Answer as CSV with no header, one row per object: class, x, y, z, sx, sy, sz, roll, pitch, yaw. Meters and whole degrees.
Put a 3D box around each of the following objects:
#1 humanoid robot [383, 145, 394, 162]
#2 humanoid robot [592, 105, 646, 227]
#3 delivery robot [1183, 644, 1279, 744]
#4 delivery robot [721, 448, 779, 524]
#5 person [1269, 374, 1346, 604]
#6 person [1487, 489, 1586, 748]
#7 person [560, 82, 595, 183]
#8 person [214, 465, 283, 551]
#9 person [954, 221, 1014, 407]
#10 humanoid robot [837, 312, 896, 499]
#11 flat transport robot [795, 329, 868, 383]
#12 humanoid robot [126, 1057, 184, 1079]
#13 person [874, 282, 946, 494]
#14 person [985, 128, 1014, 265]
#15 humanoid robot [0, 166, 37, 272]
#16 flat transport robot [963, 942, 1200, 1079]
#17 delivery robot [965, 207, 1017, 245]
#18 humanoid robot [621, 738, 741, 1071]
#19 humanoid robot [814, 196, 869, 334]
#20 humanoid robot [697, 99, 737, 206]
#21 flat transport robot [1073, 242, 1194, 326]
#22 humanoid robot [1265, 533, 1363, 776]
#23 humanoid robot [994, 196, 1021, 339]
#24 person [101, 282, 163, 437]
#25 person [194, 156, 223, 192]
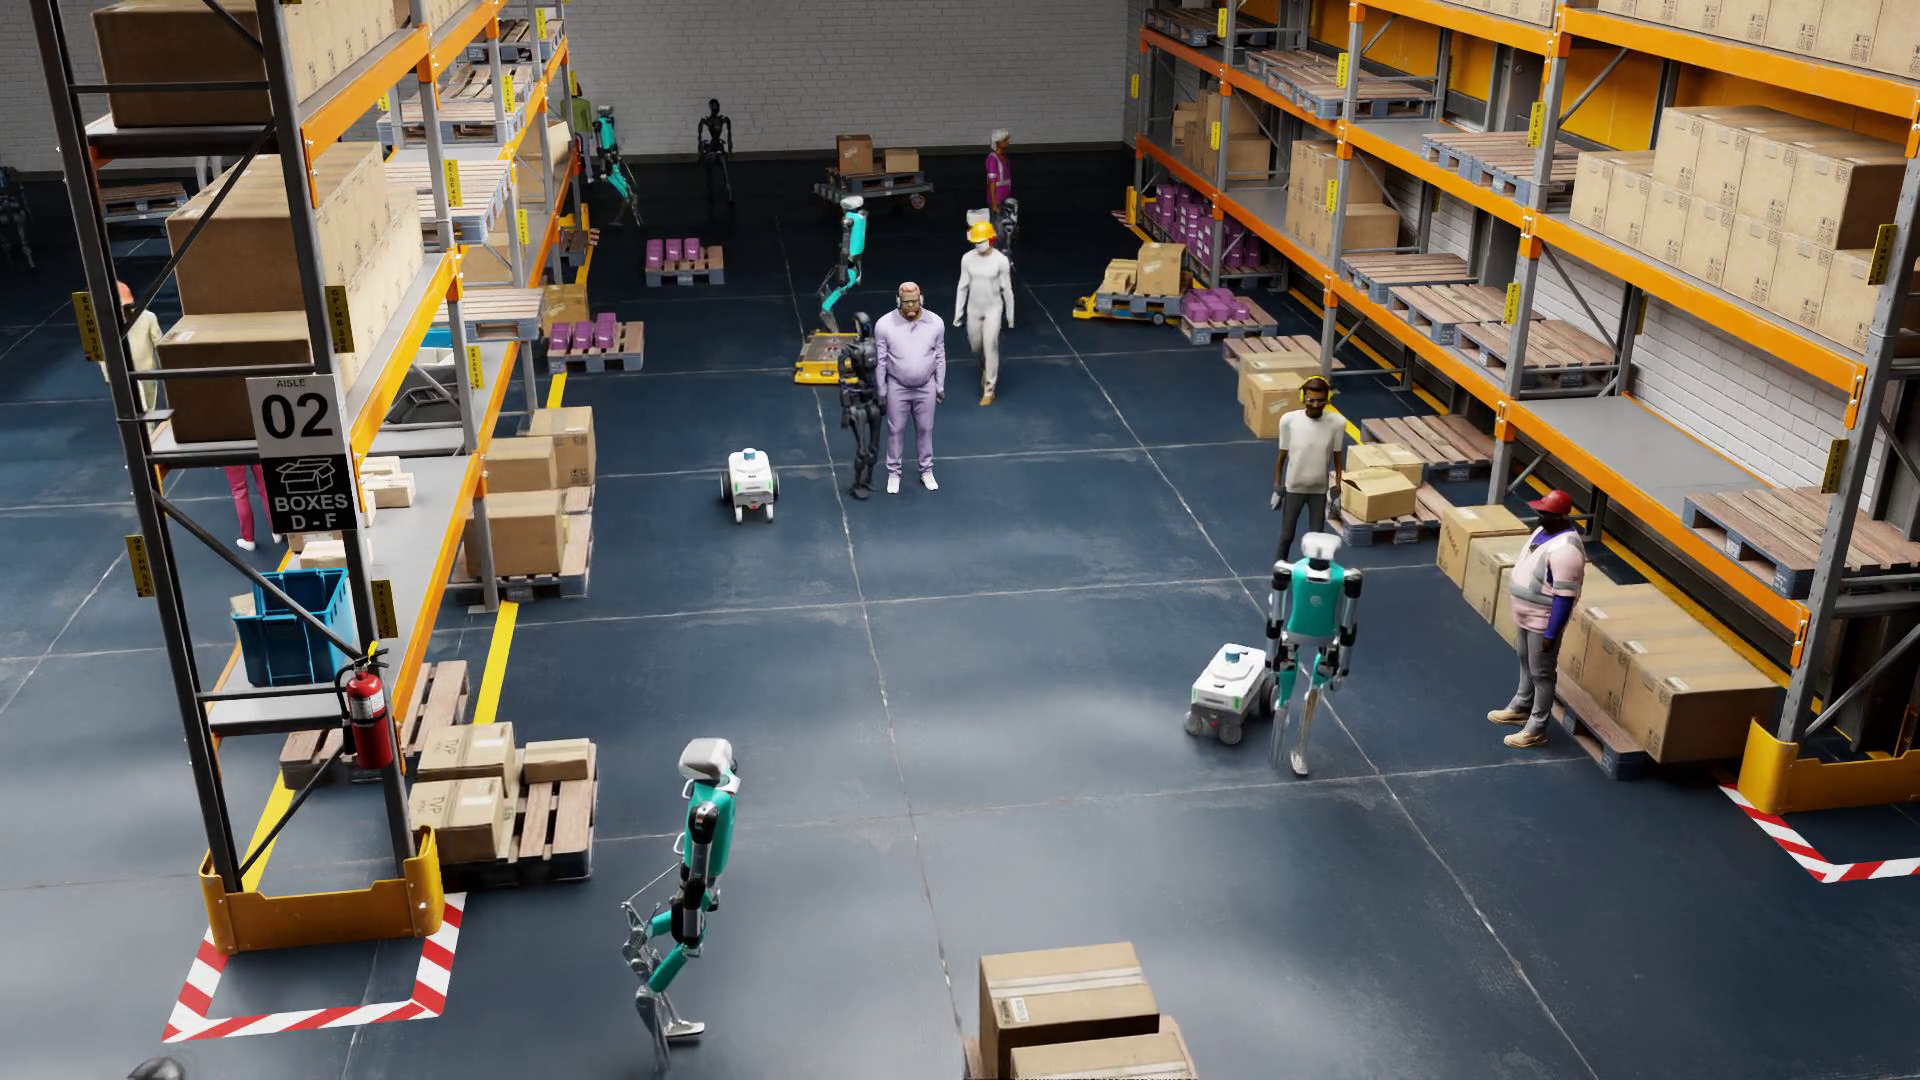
humanoid robot,-7.662,-4.689,22.627,0.613,1.631,0.654,-1,24,-3
humanoid robot,-4.883,-5.344,24.160,0.776,1.875,0.530,6,24,13
delivery robot,1.790,0.983,11.074,0.525,0.587,0.742,11,26,24
delivery robot,-1.821,-0.506,14.476,0.499,0.595,0.792,-4,24,-10
person,2.623,-0.369,12.557,0.524,1.856,0.339,2,24,4
person,3.722,0.494,10.705,0.419,1.754,0.604,0,24,-1
person,-6.233,-6.646,27.131,0.495,1.626,0.284,-1,24,-2
person,-5.863,-0.714,13.603,0.502,1.631,0.280,-17,29,-34
person,0.270,-2.383,17.130,0.575,1.865,0.826,8,25,17
humanoid robot,-0.795,-1.189,14.631,0.584,1.657,0.422,-18,29,-35
flat transport robot,-1.399,-2.013,18.264,0.659,0.231,1.431,1,24,2
humanoid robot,-2.716,2.543,6.209,0.590,1.620,0.787,15,28,31
person,-0.434,-1.343,14.703,0.649,1.907,0.413,-5,24,-11
person,0.524,-4.505,21.978,0.340,1.847,0.506,8,25,18
humanoid robot,-12.528,-4.330,21.857,0.604,1.634,0.772,-21,31,-39
flat transport robot,0.592,2.792,7.317,1.431,0.231,0.659,-3,24,-8
delivery robot,0.427,-4.480,23.540,0.794,0.603,0.499,2,24,4
humanoid robot,-1.397,1.780,7.926,0.777,1.872,0.540,2,24,4
humanoid robot,-1.392,-2.982,18.631,0.742,1.770,0.530,8,25,18
humanoid robot,-3.736,-5.933,25.497,0.612,1.616,0.803,-13,27,-27
flat transport robot,2.127,-2.807,20.074,1.431,0.231,0.659,6,24,13
humanoid robot,2.151,0.740,10.298,0.530,1.883,0.761,5,24,11
humanoid robot,0.460,-3.132,19.066,0.432,1.634,0.613,-4,24,-8
person,-7.601,-1.555,15.429,0.889,1.704,0.562,21,31,39
person,-11.618,-6.119,25.672,0.431,1.836,0.622,20,31,38
